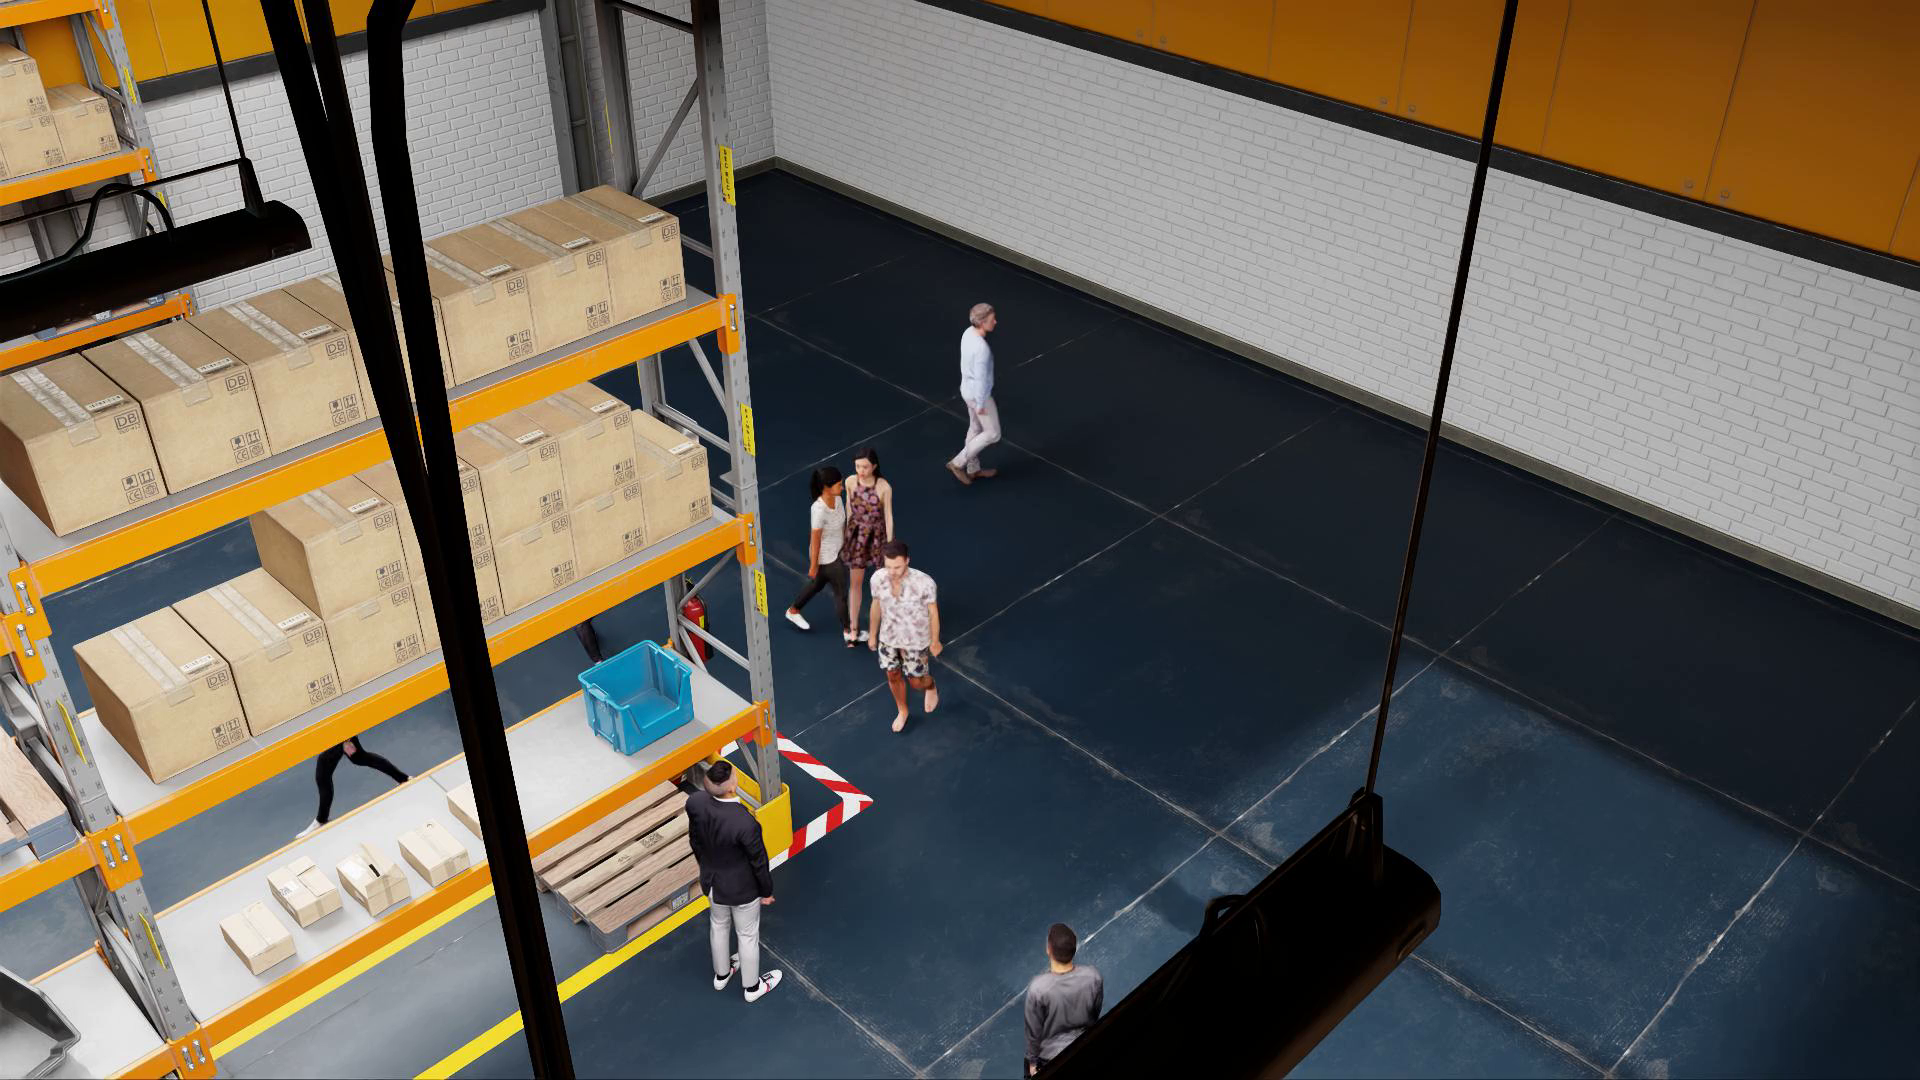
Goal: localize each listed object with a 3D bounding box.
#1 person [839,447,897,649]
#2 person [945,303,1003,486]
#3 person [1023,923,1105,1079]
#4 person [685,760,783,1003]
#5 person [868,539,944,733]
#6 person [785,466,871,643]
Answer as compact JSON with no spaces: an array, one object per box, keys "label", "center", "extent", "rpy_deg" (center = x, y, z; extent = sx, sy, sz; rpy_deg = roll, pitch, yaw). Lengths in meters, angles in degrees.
[{"label":"person","center":[-0.702,-0.041,13.699],"extent":[0.970,1.738,1.119],"rpy_deg":[6,34,9]},{"label":"person","center":[0.083,-1.338,15.524],"extent":[0.929,1.877,0.851],"rpy_deg":[-9,35,-13]},{"label":"person","center":[0.598,2.892,9.281],"extent":[0.880,1.744,0.915],"rpy_deg":[-6,34,-9]},{"label":"person","center":[-1.425,2.080,10.315],"extent":[0.773,1.950,0.694],"rpy_deg":[17,37,24]},{"label":"person","center":[-0.380,0.668,12.593],"extent":[0.915,1.782,0.985],"rpy_deg":[12,36,18]},{"label":"person","center":[-1.163,0.105,13.595],"extent":[0.977,1.609,1.050],"rpy_deg":[10,35,15]}]
